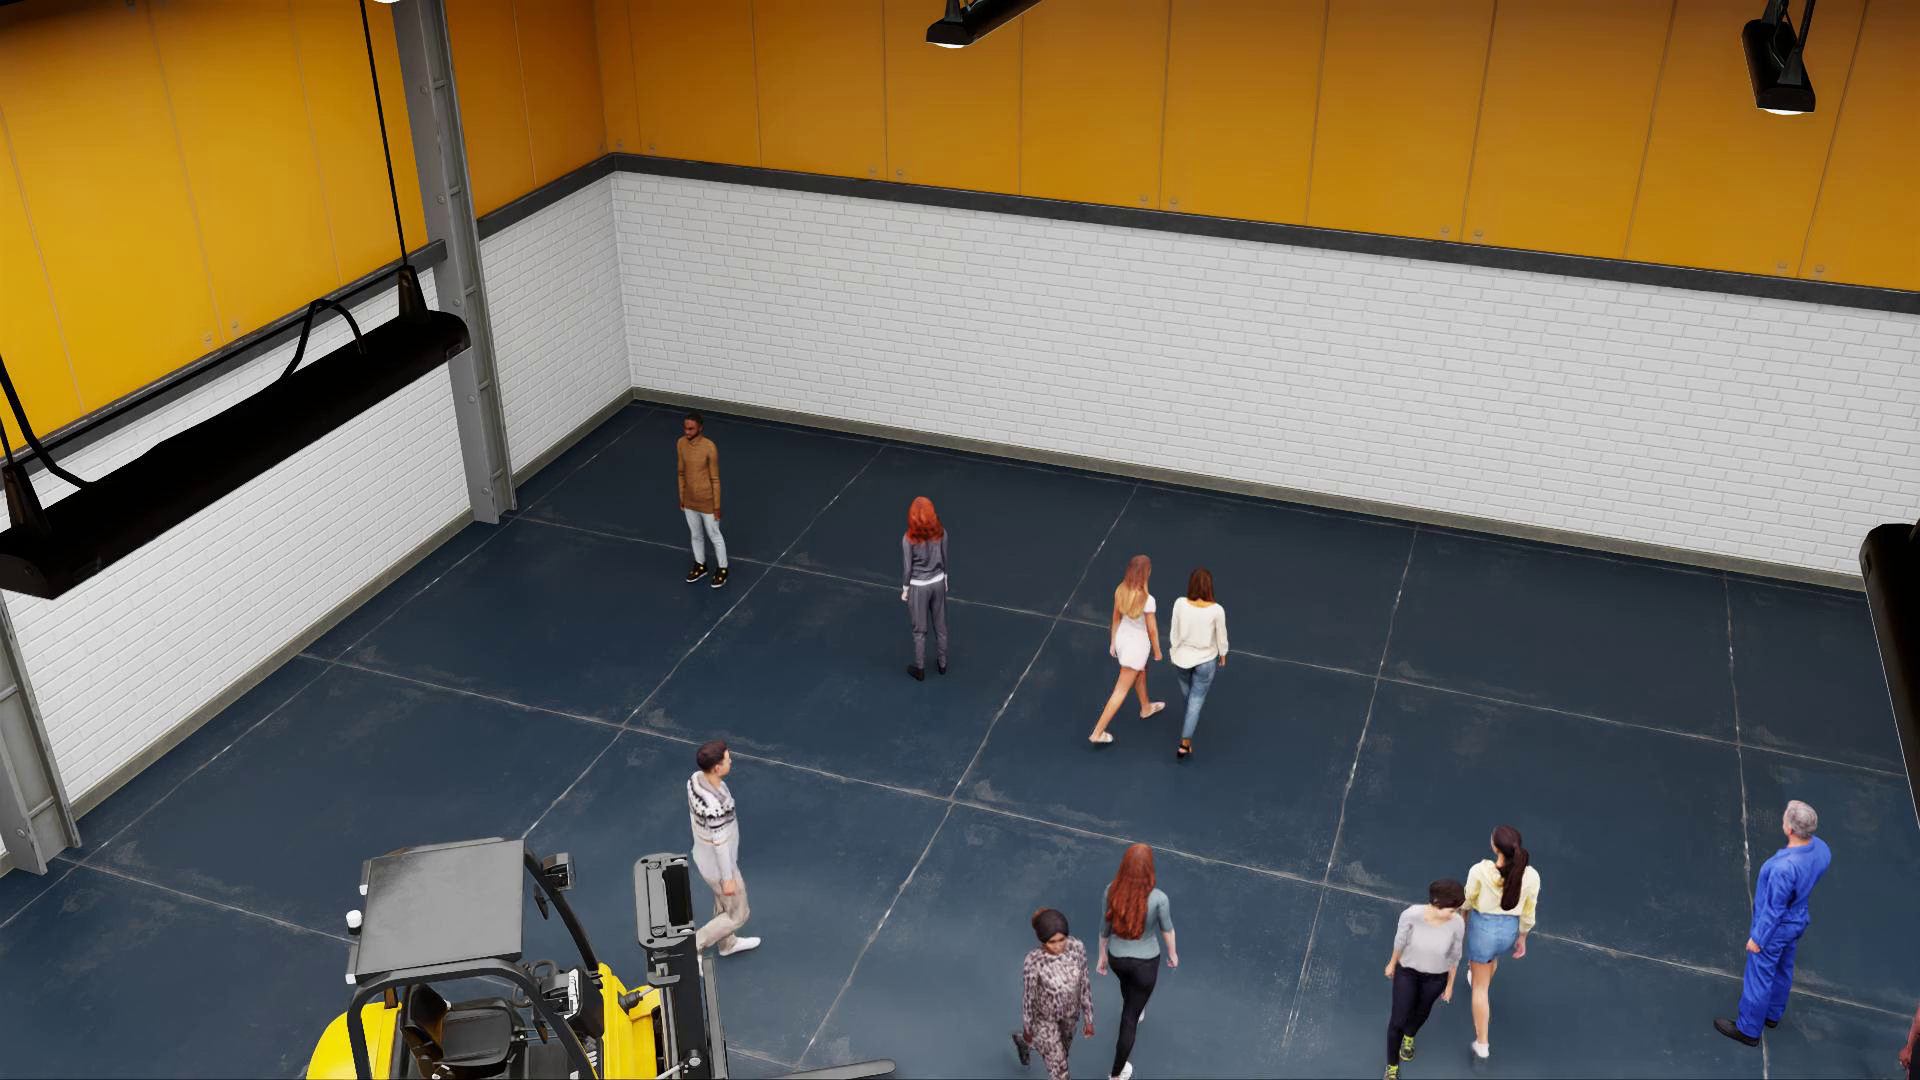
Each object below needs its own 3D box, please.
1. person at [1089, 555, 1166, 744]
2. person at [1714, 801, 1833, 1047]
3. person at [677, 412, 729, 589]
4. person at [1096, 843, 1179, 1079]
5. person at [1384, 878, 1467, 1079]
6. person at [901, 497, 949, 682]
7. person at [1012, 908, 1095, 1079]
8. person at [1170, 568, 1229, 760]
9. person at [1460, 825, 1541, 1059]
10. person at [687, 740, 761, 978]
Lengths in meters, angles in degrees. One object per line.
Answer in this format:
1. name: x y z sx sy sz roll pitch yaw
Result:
1. person: 1.374 0.941 13.741 1.188 1.654 0.997 -19 34 -31
2. person: 5.299 2.479 10.742 0.725 1.825 0.851 -20 34 -31
3. person: -2.487 -0.406 16.041 0.633 1.815 0.552 13 31 22
4. person: 1.056 2.722 10.433 0.675 1.694 1.111 12 31 20
5. person: 2.964 2.708 10.640 0.652 1.520 0.819 7 29 12
6. person: -0.294 0.422 14.557 0.658 1.782 0.703 -10 30 -18
7. person: 0.542 2.878 10.149 1.038 1.691 1.079 -14 32 -24
8. person: 1.906 1.027 13.592 0.662 1.644 0.990 13 31 22
9. person: 3.443 2.604 10.754 0.871 1.594 1.181 1 29 1
10. person: -1.715 2.184 11.268 1.013 1.839 0.960 -11 30 -19
